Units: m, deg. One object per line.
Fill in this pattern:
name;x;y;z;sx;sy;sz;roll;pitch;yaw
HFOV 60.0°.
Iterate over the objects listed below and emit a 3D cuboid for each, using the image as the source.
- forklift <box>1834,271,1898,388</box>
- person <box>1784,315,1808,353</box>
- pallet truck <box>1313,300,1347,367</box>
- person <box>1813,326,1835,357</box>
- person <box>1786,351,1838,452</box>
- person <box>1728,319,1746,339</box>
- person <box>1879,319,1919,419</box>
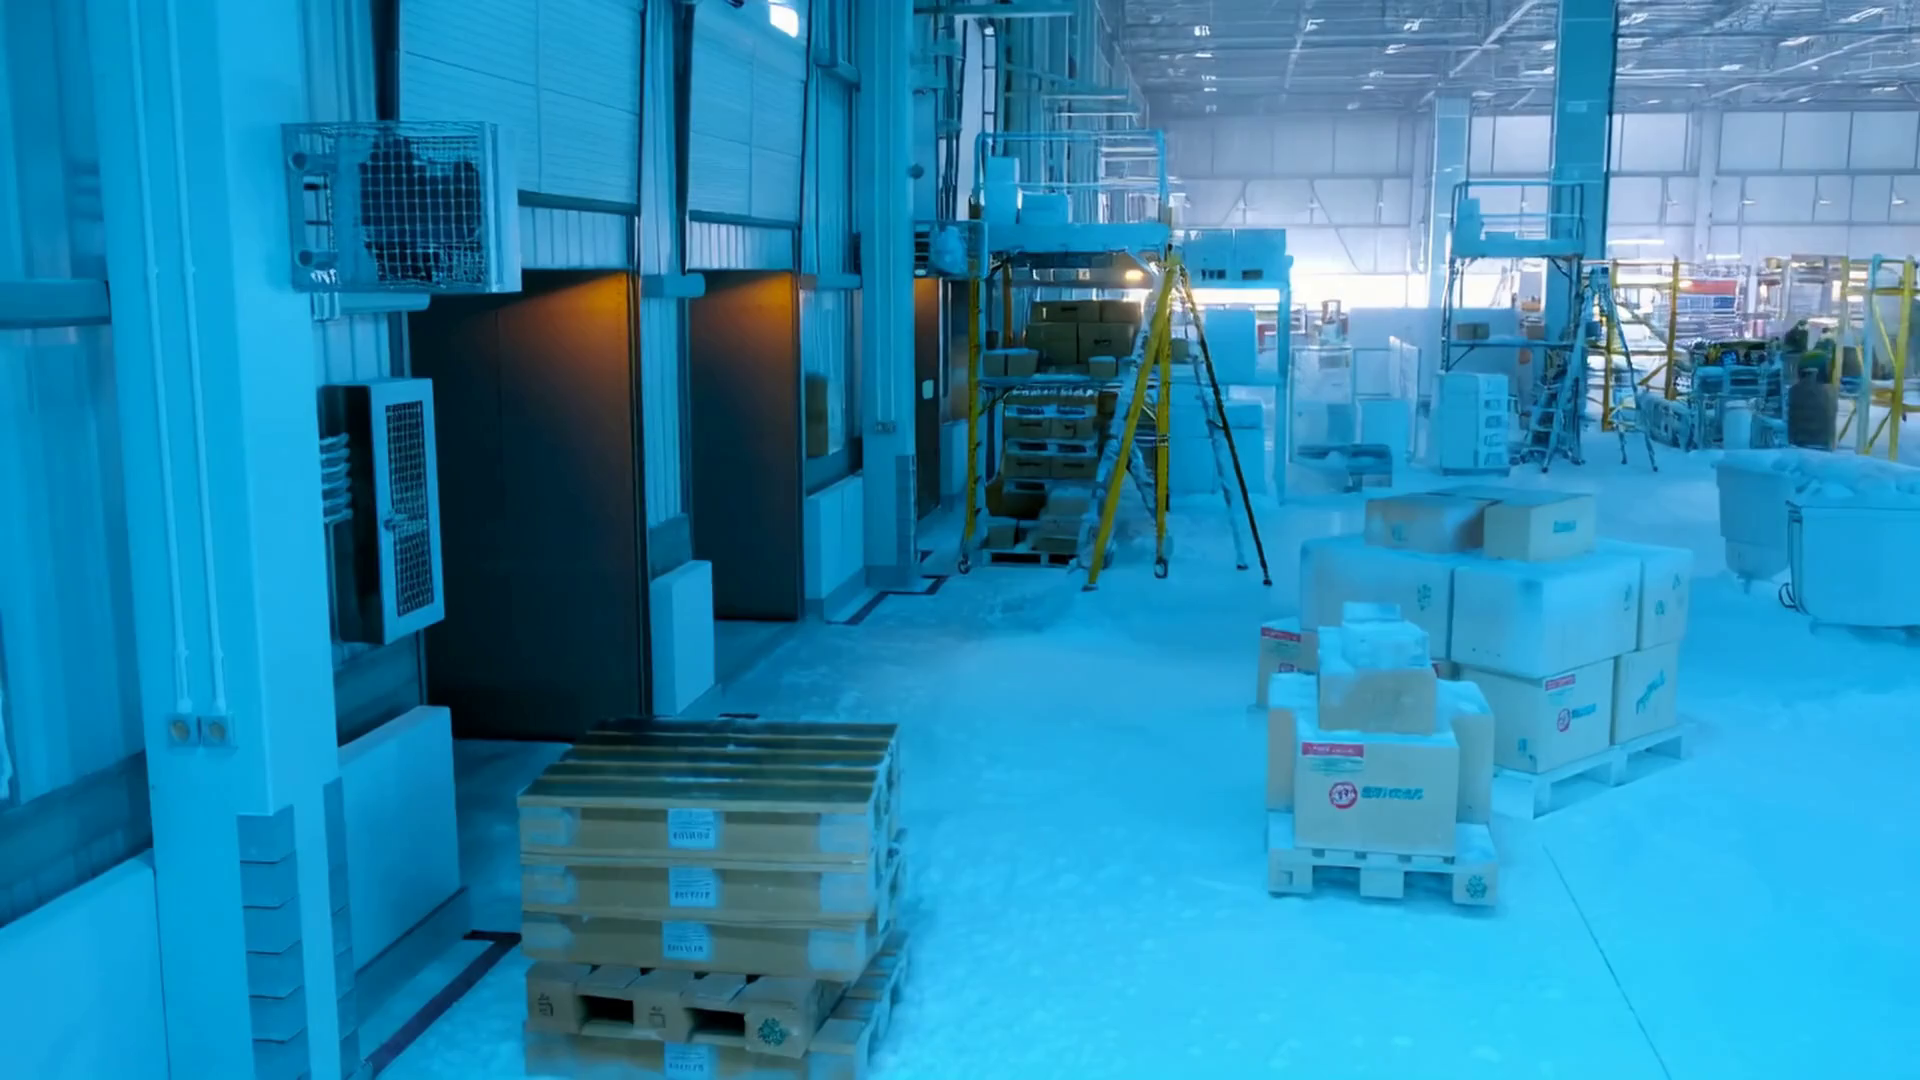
forklift;21.072;-4.771;38.191;1.873;2.768;1.129;1;9;9
person;17.721;-3.838;35.402;0.658;1.917;0.562;-5;10;-28
pallet truck;11.159;-6.200;49.718;0.823;1.965;1.885;4;10;26
person;17.912;-3.606;34.602;0.492;1.716;0.805;-1;9;-8
person;9.310;-1.084;18.236;0.512;1.971;0.610;-5;11;-29
person;16.557;-3.783;35.406;0.515;1.801;0.927;-7;12;-38
person;18.027;-3.285;31.990;0.641;1.920;0.453;4;10;21
